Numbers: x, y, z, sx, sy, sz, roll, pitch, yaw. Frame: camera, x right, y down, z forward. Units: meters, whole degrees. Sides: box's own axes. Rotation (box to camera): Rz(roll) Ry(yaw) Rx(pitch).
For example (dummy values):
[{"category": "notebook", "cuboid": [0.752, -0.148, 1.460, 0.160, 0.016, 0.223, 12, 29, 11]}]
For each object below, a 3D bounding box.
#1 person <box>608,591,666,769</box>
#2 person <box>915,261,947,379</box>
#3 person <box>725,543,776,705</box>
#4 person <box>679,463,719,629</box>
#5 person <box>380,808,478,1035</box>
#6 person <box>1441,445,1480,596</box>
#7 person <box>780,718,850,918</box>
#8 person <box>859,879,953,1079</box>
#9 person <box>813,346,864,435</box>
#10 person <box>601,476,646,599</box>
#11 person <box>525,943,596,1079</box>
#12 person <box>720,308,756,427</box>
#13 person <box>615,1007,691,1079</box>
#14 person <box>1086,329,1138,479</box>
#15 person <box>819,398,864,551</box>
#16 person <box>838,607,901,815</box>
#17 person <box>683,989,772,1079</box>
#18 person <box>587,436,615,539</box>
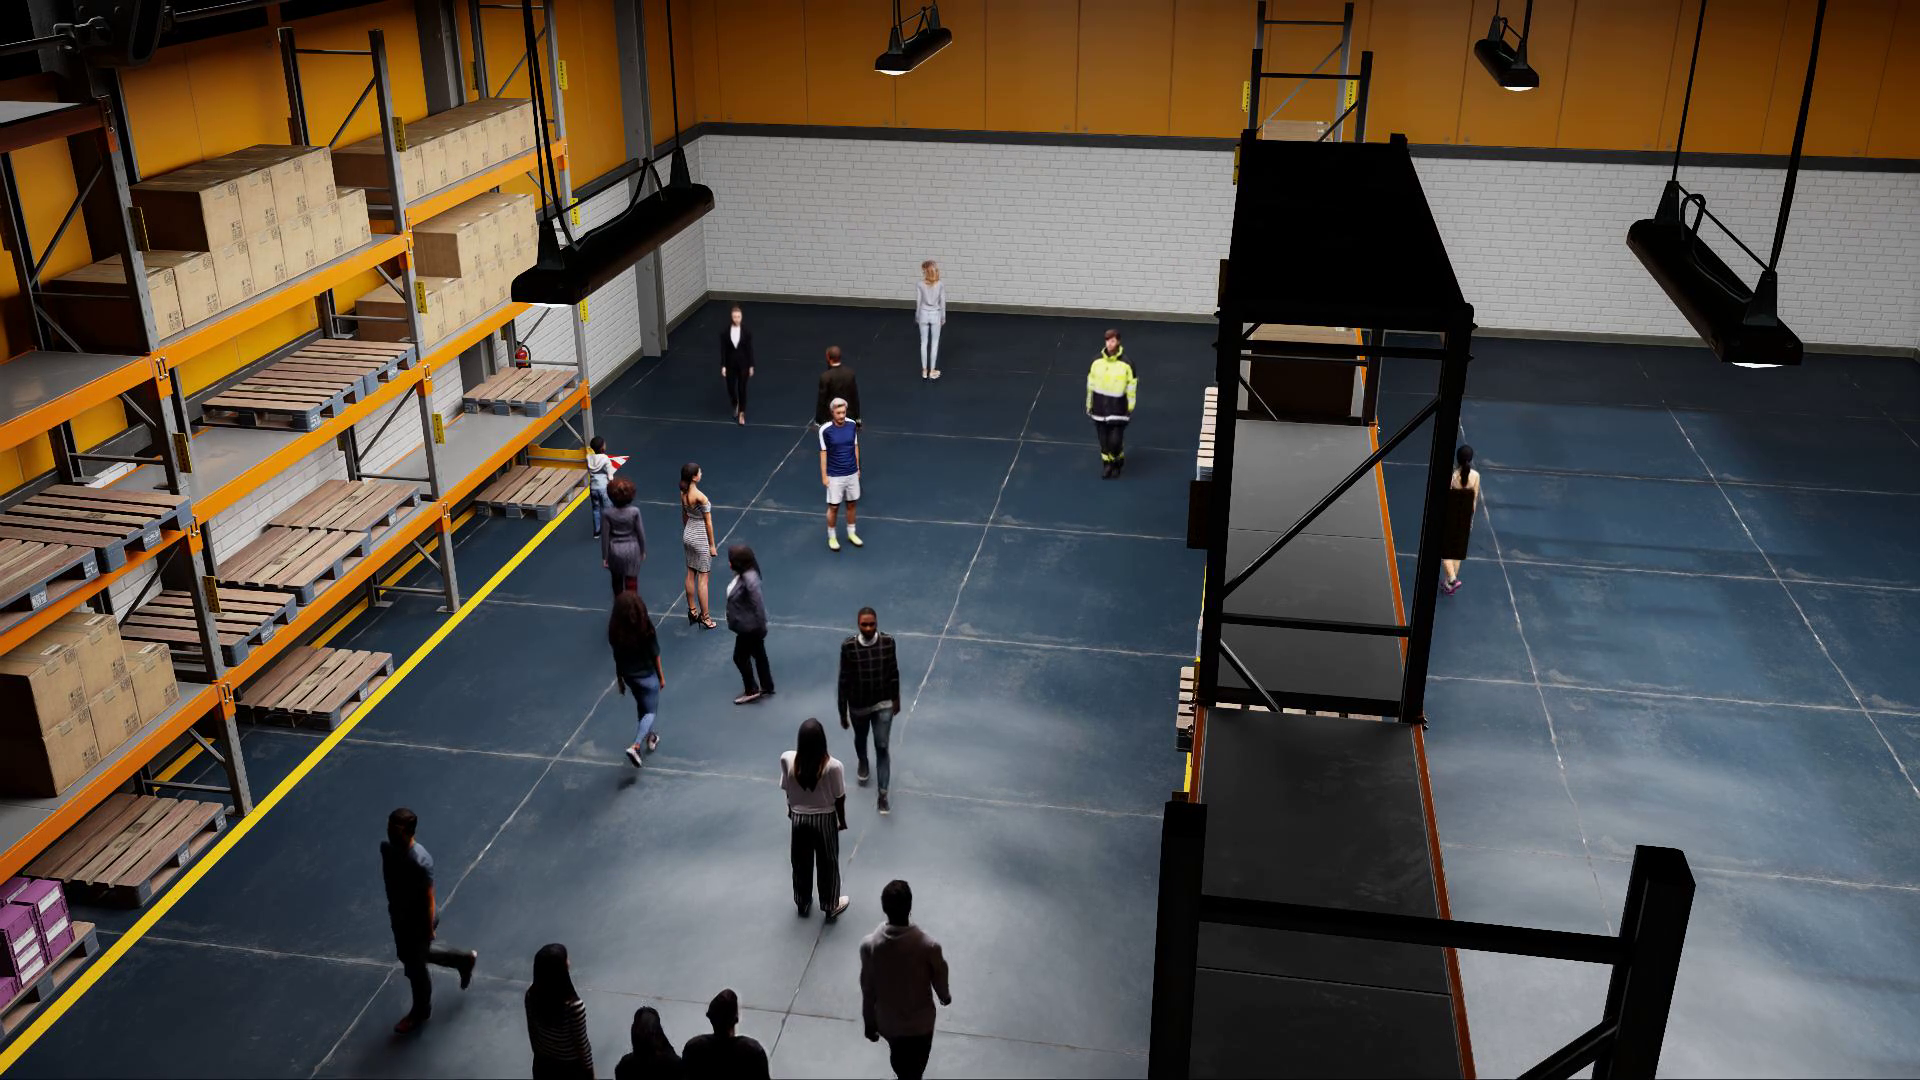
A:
[{"category": "person", "cuboid": [-2.857, 1.255, 14.712, 0.594, 1.593, 0.959, 6, 24, 14]}, {"category": "person", "cuboid": [-0.452, -3.307, 24.901, 0.632, 1.790, 0.542, 5, 24, 10]}, {"category": "person", "cuboid": [-1.906, 0.778, 15.819, 0.843, 1.579, 0.720, -6, 24, -12]}, {"category": "person", "cuboid": [-2.722, 0.050, 17.182, 0.687, 1.822, 0.713, 22, 32, 40]}, {"category": "person", "cuboid": [-3.694, 2.560, 11.484, 0.972, 1.787, 1.080, 22, 32, 40]}, {"category": "person", "cuboid": [5.346, -0.163, 17.802, 0.683, 1.715, 0.842, -2, 24, -4]}, {"category": "person", "cuboid": [-1.109, 2.104, 12.663, 0.711, 1.677, 0.658, 8, 25, 17]}, {"category": "person", "cuboid": [-0.351, 3.047, 10.269, 0.677, 1.868, 1.247, 4, 24, 9]}, {"category": "person", "cuboid": [-1.468, -1.449, 20.534, 1.148, 1.884, 1.193, -17, 29, -34]}, {"category": "person", "cuboid": [-3.419, 0.221, 16.971, 0.825, 1.678, 1.120, -5, 24, -10]}, {"category": "person", "cuboid": [-2.399, 3.208, 9.995, 0.615, 1.792, 0.592, 9, 25, 20]}, {"category": "person", "cuboid": [-3.072, -2.402, 22.951, 0.715, 1.693, 0.715, -3, 24, -6]}, {"category": "person", "cuboid": [-1.703, 3.415, 9.623, 0.690, 1.711, 1.053, 1, 24, 3]}, {"category": "person", "cuboid": [1.945, -1.752, 21.122, 0.841, 1.968, 0.806, 9, 25, 20]}, {"category": "person", "cuboid": [-1.370, -0.786, 19.083, 0.726, 1.832, 0.773, -13, 27, -28]}, {"category": "person", "cuboid": [-0.791, 1.362, 14.249, 0.955, 1.767, 1.304, -3, 24, -7]}, {"category": "person", "cuboid": [-1.308, 3.359, 9.593, 0.665, 1.836, 0.557, 3, 24, 6]}, {"category": "person", "cuboid": [-4.194, -0.613, 19.401, 0.499, 1.258, 0.519, 8, 25, 18]}]
